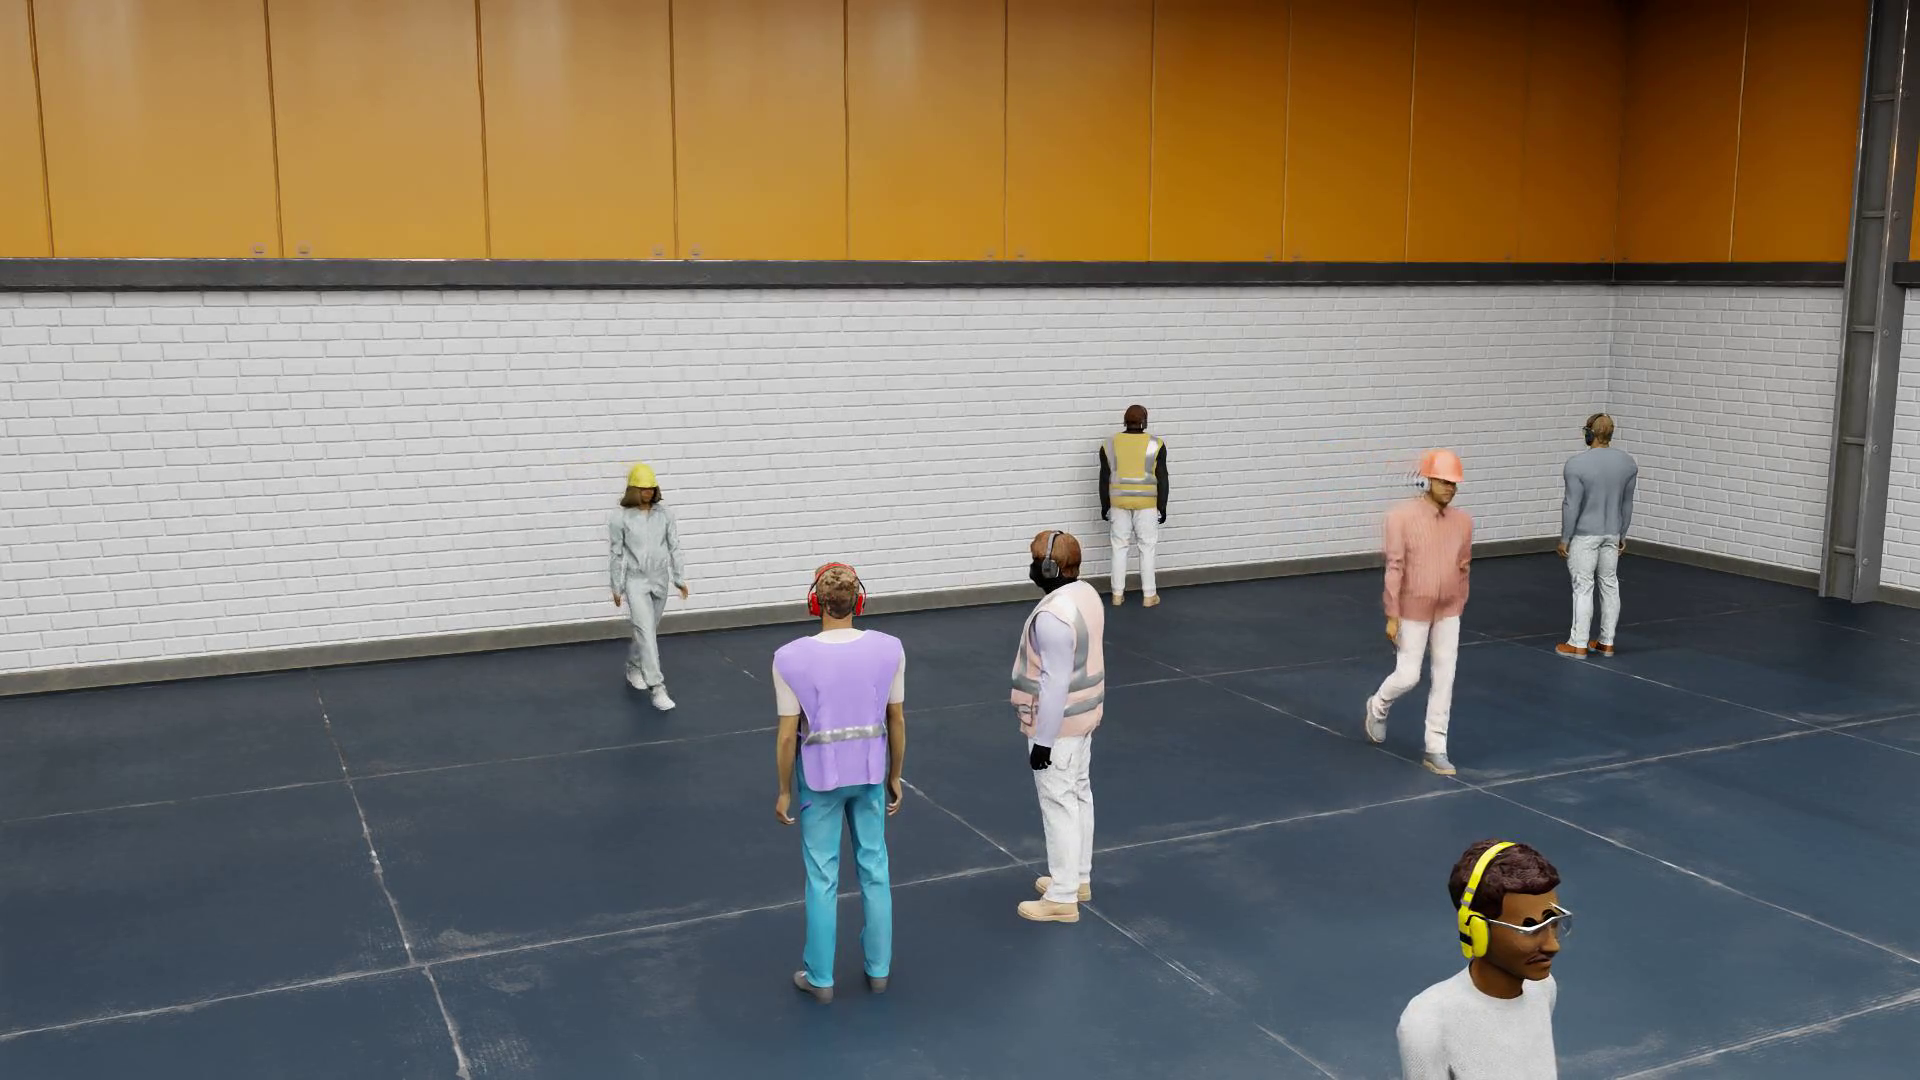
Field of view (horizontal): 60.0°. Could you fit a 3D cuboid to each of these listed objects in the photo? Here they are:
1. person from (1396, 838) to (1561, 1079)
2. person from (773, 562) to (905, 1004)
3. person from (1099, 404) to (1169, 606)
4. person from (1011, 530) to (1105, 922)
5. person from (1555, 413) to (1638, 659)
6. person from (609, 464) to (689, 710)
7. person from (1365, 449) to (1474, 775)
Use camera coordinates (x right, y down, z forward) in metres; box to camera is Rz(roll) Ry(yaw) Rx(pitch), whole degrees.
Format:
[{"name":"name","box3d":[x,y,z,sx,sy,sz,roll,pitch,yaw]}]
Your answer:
[{"name":"person","box3d":[1.124,1.538,3.554,0.516,1.873,0.329,-8,12,-40]},{"name":"person","box3d":[-0.495,1.009,6.907,0.565,1.846,0.390,-4,10,-21]},{"name":"person","box3d":[1.586,-0.315,15.139,0.633,1.842,0.429,3,9,15]},{"name":"person","box3d":[0.454,0.864,7.823,0.429,1.841,0.633,3,10,19]},{"name":"person","box3d":[4.981,-0.030,13.070,0.630,1.940,0.372,-3,10,-17]},{"name":"person","box3d":[-2.232,0.298,11.794,0.492,1.697,0.931,-7,12,-38]},{"name":"person","box3d":[2.825,0.414,10.193,0.620,1.977,0.676,-2,9,-14]}]
